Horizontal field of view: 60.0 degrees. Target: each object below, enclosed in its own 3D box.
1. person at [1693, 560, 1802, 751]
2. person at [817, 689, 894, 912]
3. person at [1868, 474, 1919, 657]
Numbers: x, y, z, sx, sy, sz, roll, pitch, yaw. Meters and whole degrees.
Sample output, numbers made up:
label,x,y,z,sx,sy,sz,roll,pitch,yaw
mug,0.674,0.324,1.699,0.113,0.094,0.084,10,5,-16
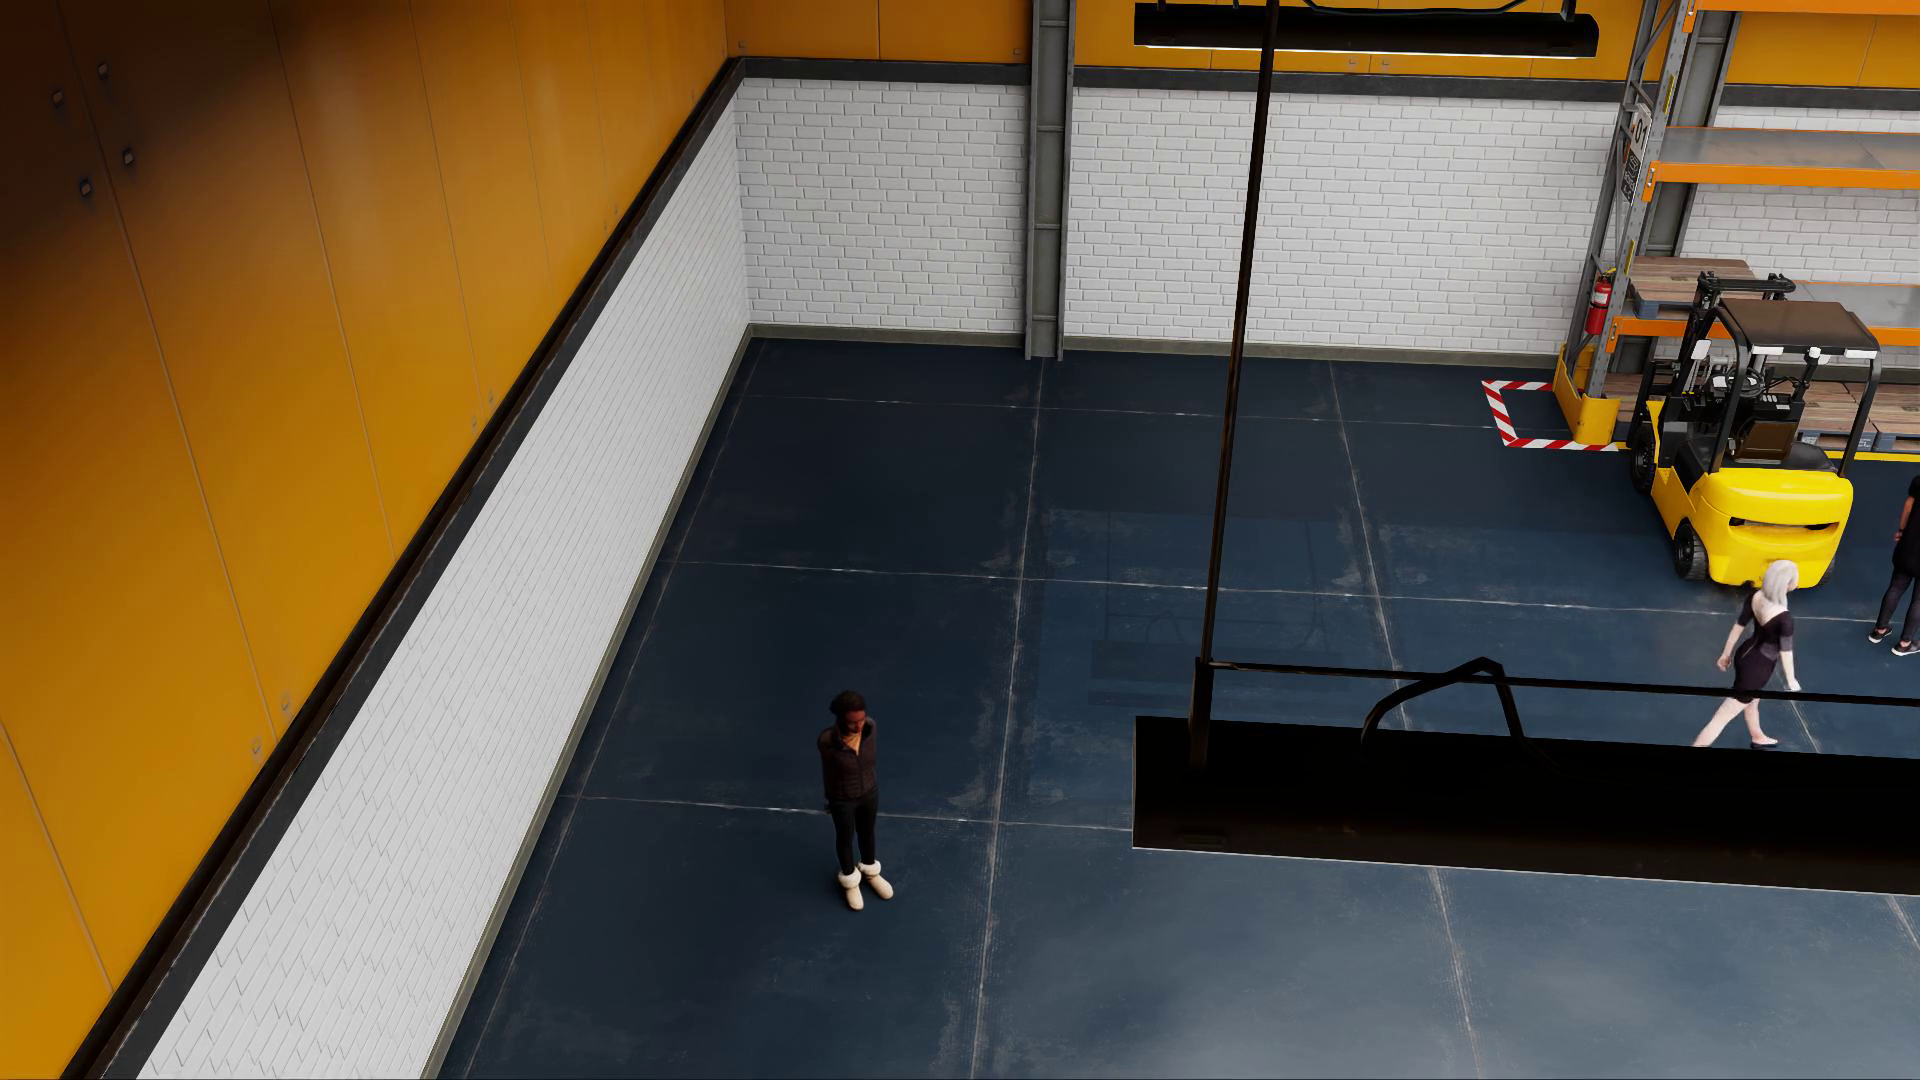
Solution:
label,x,y,z,sx,sy,sz,roll,pitch,yaw
person,5.440,0.942,11.636,1.159,1.792,0.767,-4,34,-6
person,-0.699,1.621,10.728,0.762,1.666,0.700,26,41,33
person,7.504,0.049,12.916,0.793,1.862,0.776,-17,37,-24
